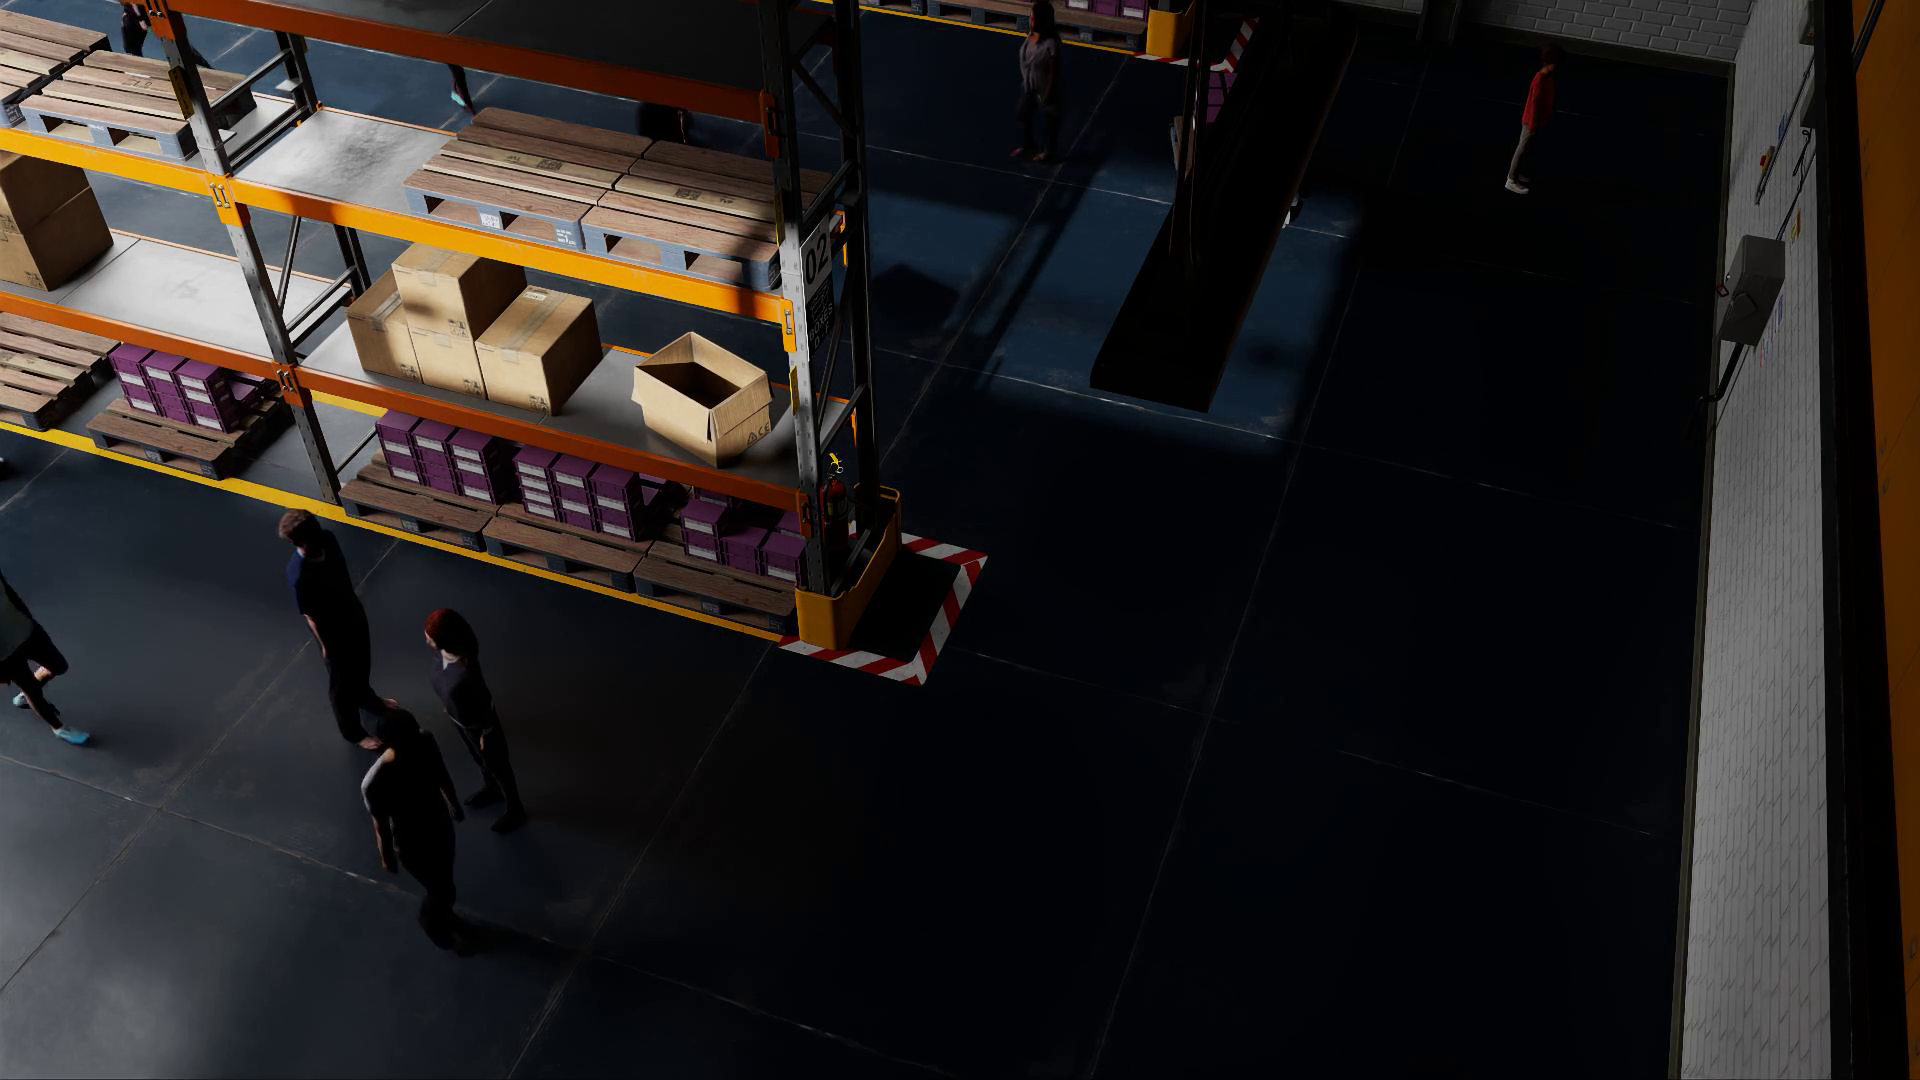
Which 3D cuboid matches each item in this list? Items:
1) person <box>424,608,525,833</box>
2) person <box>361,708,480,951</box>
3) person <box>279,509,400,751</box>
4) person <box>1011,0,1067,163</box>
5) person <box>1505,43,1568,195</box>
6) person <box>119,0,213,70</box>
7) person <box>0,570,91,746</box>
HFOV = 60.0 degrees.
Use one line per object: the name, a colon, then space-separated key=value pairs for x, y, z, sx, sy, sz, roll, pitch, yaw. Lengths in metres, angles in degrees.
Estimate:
person: x=-2.875 y=1.036 z=9.806 sx=0.570 sy=1.782 sz=0.709 roll=34 pitch=53 yaw=30
person: x=-3.036 y=1.576 z=9.190 sx=0.674 sy=1.850 sz=0.728 roll=21 pitch=47 yaw=21
person: x=-3.856 y=0.516 z=10.288 sx=0.626 sy=1.871 sz=0.710 roll=4 pitch=44 yaw=5
person: x=0.836 y=-4.293 z=15.533 sx=0.869 sy=1.598 sz=0.806 roll=-22 pitch=48 yaw=-22
person: x=5.249 y=-3.875 z=15.225 sx=0.485 sy=1.417 sz=0.531 roll=18 pitch=46 yaw=18
person: x=-7.877 y=-5.149 z=16.290 sx=1.286 sy=1.793 sz=0.916 roll=2 pitch=44 yaw=2
person: x=-5.920 y=0.624 z=10.255 sx=0.756 sy=1.758 sz=0.633 roll=11 pitch=45 yaw=11
